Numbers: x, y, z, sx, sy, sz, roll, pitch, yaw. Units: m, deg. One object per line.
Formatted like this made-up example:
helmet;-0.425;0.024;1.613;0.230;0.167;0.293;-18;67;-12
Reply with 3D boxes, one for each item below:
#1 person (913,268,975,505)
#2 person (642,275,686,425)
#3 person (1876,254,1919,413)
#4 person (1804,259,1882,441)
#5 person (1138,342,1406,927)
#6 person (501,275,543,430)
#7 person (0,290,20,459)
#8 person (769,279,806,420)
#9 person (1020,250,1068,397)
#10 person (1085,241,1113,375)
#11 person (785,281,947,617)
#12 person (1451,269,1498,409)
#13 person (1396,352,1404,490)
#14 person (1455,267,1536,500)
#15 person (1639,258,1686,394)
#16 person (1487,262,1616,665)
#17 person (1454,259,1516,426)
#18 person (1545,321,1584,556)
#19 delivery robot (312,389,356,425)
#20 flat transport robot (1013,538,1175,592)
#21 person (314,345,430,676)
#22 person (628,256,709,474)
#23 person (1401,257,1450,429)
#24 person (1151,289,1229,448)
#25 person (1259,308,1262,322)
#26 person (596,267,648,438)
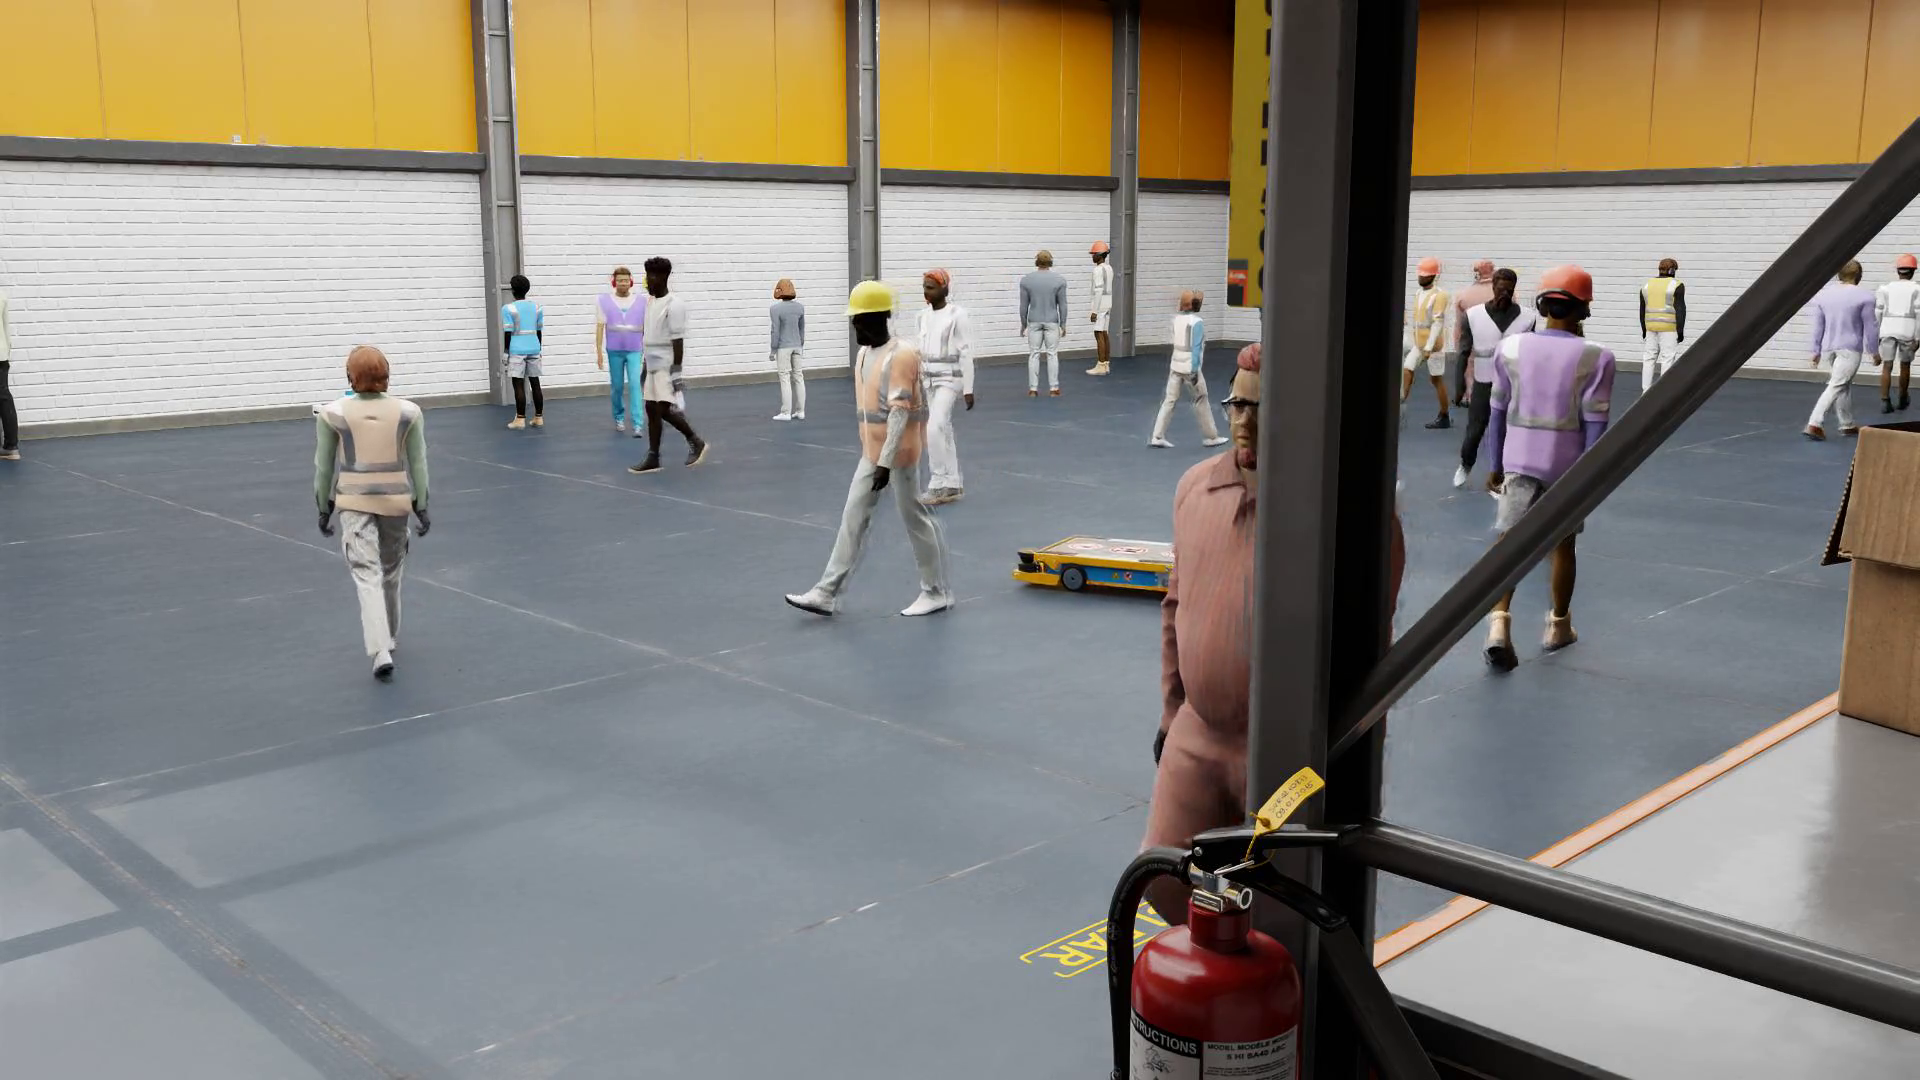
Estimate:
person;-0.228;-1.206;13.189;0.678;1.862;0.617;-8;13;-39
person;-3.331;-2.135;18.601;0.567;1.740;0.583;-8;13;-36
person;11.382;-2.497;20.135;0.556;1.903;0.839;9;13;39
person;9.211;-1.983;17.386;1.018;1.898;0.634;-4;11;-21
person;0.703;0.473;3.966;0.439;1.890;0.674;-9;14;-42
person;-4.826;-2.068;18.357;0.315;1.696;0.541;8;13;37
person;-9.193;-1.718;15.634;0.389;1.996;0.612;3;11;17
person;-1.998;-2.200;19.247;0.285;1.634;0.499;10;14;44
person;1.103;-2.846;21.938;0.655;1.937;0.380;1;10;7
person;2.128;-3.547;25.478;0.373;2.042;0.614;4;11;21
person;-0.479;-0.471;9.165;0.973;1.878;0.611;-7;12;-33
person;6.518;-2.442;20.319;0.895;1.711;0.543;-2;11;-9
person;3.287;-1.085;13.202;0.358;1.618;0.510;-2;11;-12
person;4.350;-1.290;13.636;0.608;1.887;0.695;1;10;4
person;9.074;-2.704;21.454;0.430;1.838;0.619;-7;12;-33
person;2.904;-0.372;8.295;0.619;2.010;1.005;7;12;32
person;5.587;-2.040;17.700;0.656;1.882;0.421;5;12;26
person;3.921;-0.713;10.961;0.539;1.721;0.584;-1;10;-4
delivery robot;-6.231;-1.298;17.021;0.707;0.478;0.477;-8;13;-37
flat transport robot;1.102;0.160;10.102;1.431;0.197;0.652;5;12;25
person;-2.889;-0.157;8.200;0.525;1.600;0.837;-5;12;-27
person;-2.668;-1.567;14.919;0.635;1.952;0.628;-7;12;-33
person;5.016;-2.140;18.227;0.987;1.885;0.559;-4;11;-19
person;2.293;-1.714;16.702;0.857;1.589;0.534;-5;11;-25
person;5.027;-3.648;26.555;0.511;1.854;0.332;3;11;18
person;-3.605;-2.018;17.825;0.587;1.802;0.972;-3;11;-16
